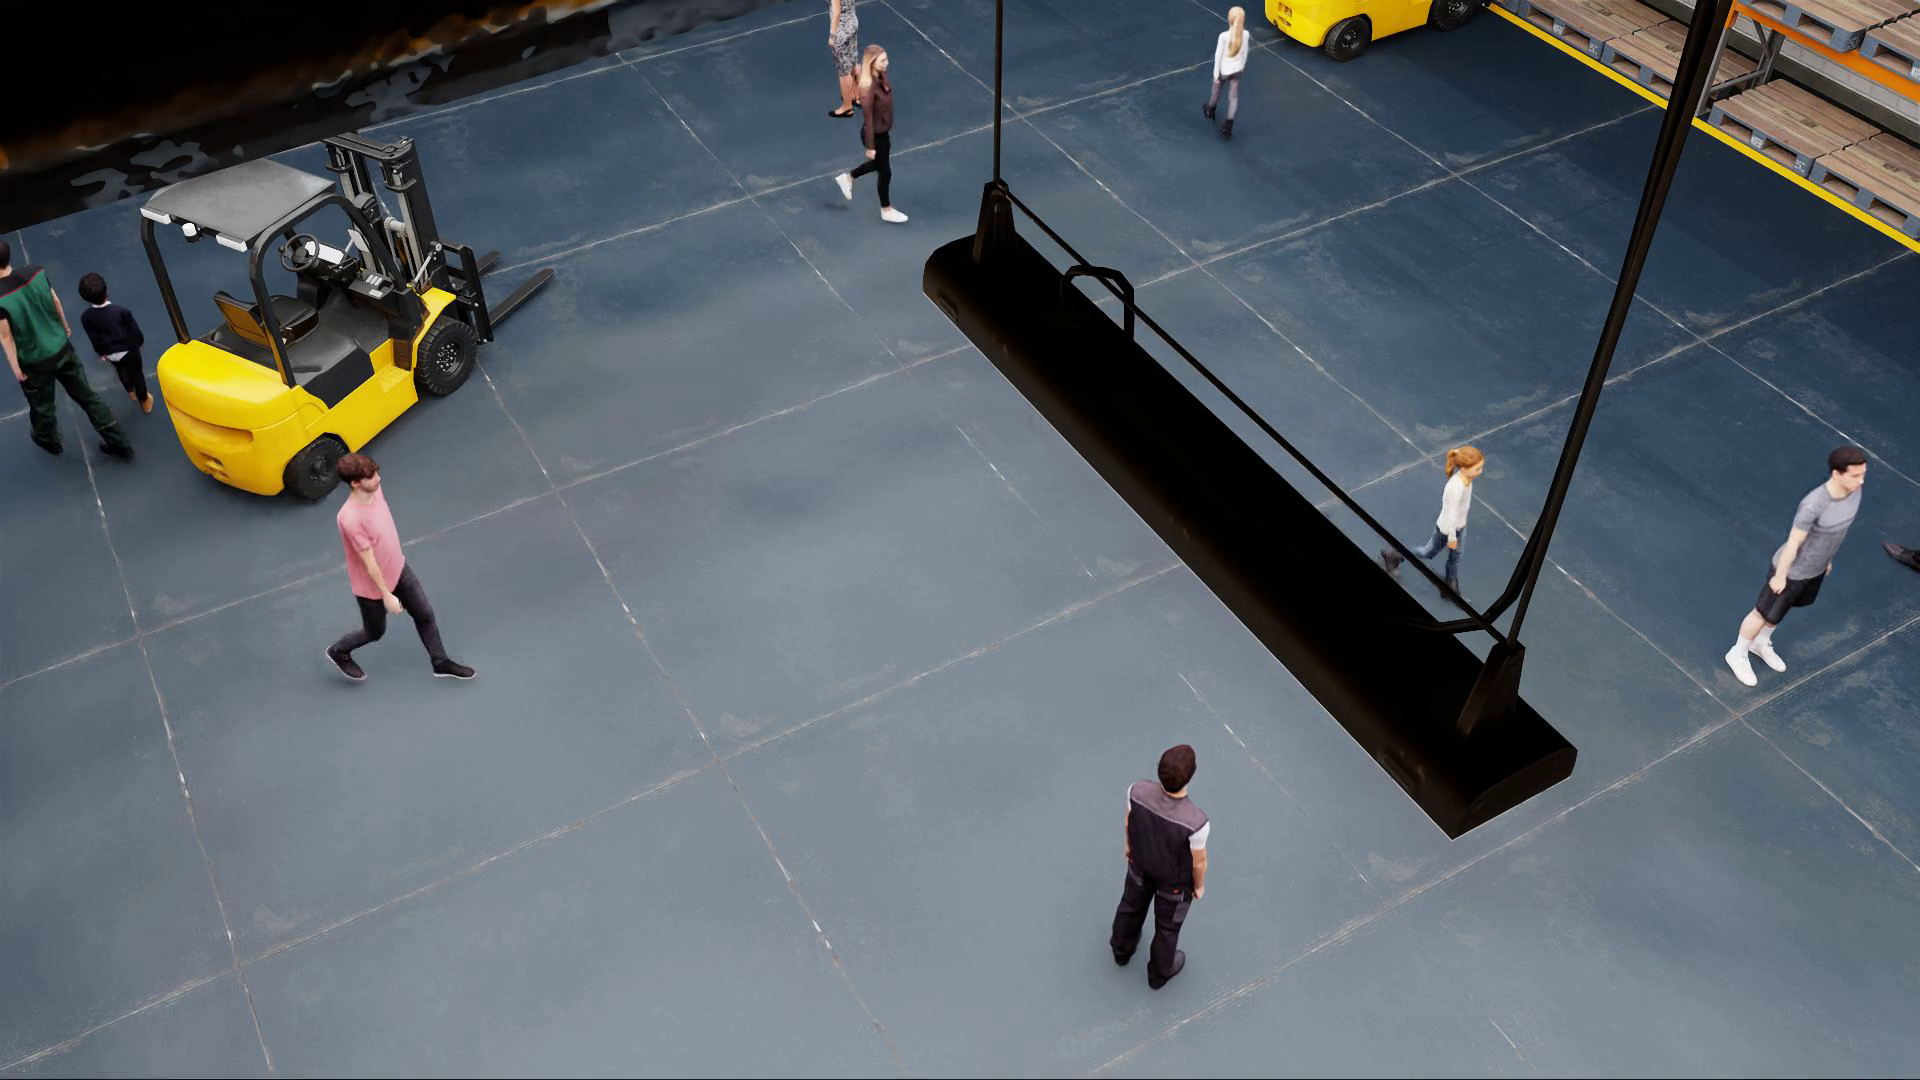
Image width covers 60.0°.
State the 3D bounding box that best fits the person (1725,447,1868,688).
[{"bbox_3d":[5.375,0.135,10.636,0.659,1.871,0.562,-19,47,-19],"label":"person"}]

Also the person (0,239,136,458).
[{"bbox_3d":[-6.637,-1.340,12.194,1.285,1.858,1.175,15,46,16],"label":"person"}]

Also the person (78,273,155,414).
[{"bbox_3d":[-6.486,-1.483,12.812,0.590,1.212,0.664,-8,44,-8],"label":"person"}]

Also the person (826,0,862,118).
[{"bbox_3d":[-1.112,-4.921,16.063,0.671,1.706,0.639,17,46,17],"label":"person"}]

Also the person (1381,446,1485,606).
[{"bbox_3d":[3.264,-0.117,11.318,0.964,1.295,0.697,27,50,26],"label":"person"}]

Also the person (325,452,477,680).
[{"bbox_3d":[-3.749,0.231,10.497,1.176,1.925,1.172,7,44,7],"label":"person"}]

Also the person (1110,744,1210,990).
[{"bbox_3d":[1.083,1.757,8.952,0.655,1.846,0.787,28,50,26],"label":"person"}]

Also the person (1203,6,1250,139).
[{"bbox_3d":[2.594,-4.442,15.887,0.668,1.257,0.873,-7,44,-7],"label":"person"}]

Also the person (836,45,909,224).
[{"bbox_3d":[-0.803,-3.585,14.674,1.035,1.688,0.953,13,45,13],"label":"person"}]
